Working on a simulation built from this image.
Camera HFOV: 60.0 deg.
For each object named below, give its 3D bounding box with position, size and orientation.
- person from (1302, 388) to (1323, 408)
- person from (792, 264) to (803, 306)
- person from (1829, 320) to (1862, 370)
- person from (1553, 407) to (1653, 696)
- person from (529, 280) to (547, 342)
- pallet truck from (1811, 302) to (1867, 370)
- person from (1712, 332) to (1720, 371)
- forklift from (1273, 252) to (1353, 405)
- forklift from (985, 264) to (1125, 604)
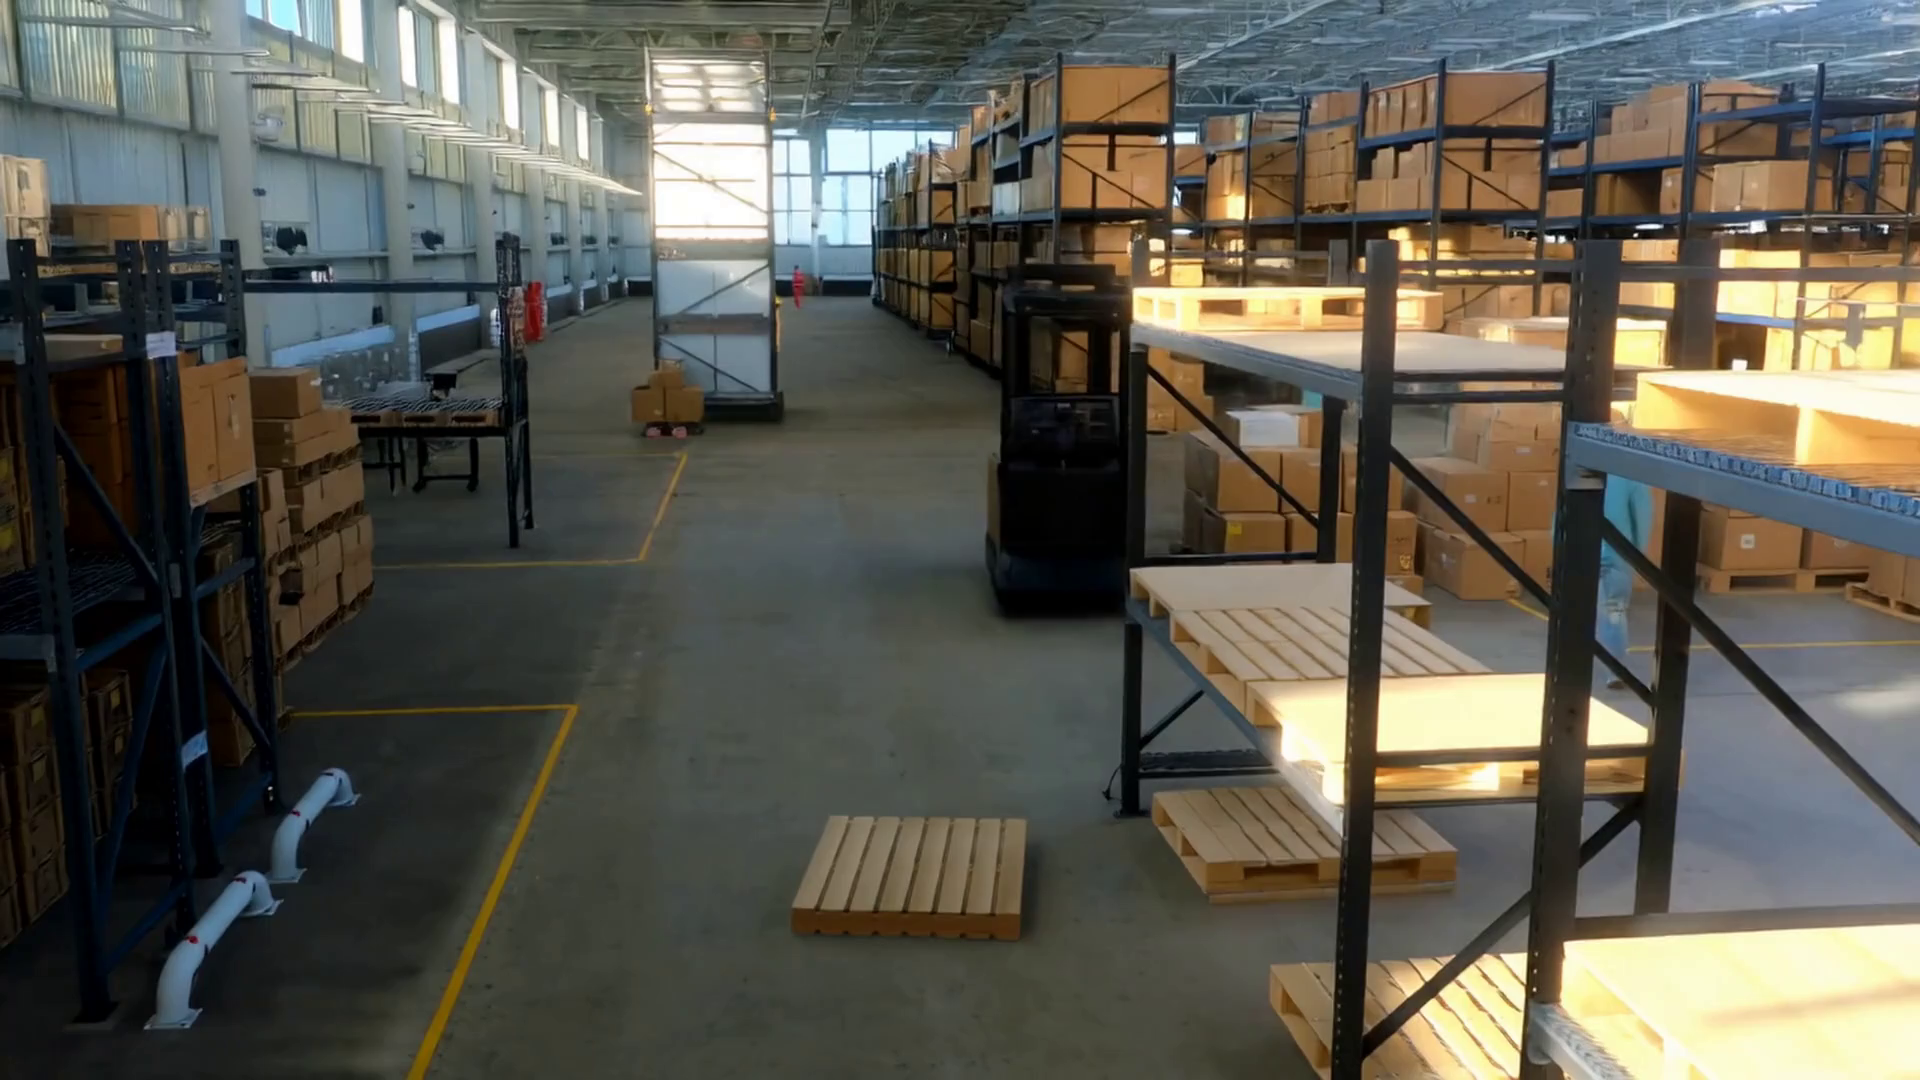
[{"bbox_3d":[4.331,-1.595,20.421,0.630,1.926,0.558,5,12,28],"label":"person"},{"bbox_3d":[-7.528,-11.799,76.990,0.547,1.924,0.433,-2,10,-12],"label":"person"},{"bbox_3d":[12.591,-2.183,23.714,0.587,1.914,0.390,-6,12,-30],"label":"person"},{"bbox_3d":[4.290,0.076,11.137,0.627,1.934,0.370,5,11,27],"label":"person"},{"bbox_3d":[-12.591,-6.839,49.736,0.561,1.836,0.393,3,11,17],"label":"person"},{"bbox_3d":[15.846,-3.142,28.793,1.885,1.965,0.823,2,10,12],"label":"pallet truck"},{"bbox_3d":[11.544,-2.652,26.080,0.608,1.996,0.381,10,14,43],"label":"person"},{"bbox_3d":[6.114,-3.482,28.225,1.129,2.768,1.873,-1,10,-6],"label":"forklift"},{"bbox_3d":[0.852,-1.000,14.472,1.129,2.768,1.873,-1,10,-6],"label":"forklift"}]
